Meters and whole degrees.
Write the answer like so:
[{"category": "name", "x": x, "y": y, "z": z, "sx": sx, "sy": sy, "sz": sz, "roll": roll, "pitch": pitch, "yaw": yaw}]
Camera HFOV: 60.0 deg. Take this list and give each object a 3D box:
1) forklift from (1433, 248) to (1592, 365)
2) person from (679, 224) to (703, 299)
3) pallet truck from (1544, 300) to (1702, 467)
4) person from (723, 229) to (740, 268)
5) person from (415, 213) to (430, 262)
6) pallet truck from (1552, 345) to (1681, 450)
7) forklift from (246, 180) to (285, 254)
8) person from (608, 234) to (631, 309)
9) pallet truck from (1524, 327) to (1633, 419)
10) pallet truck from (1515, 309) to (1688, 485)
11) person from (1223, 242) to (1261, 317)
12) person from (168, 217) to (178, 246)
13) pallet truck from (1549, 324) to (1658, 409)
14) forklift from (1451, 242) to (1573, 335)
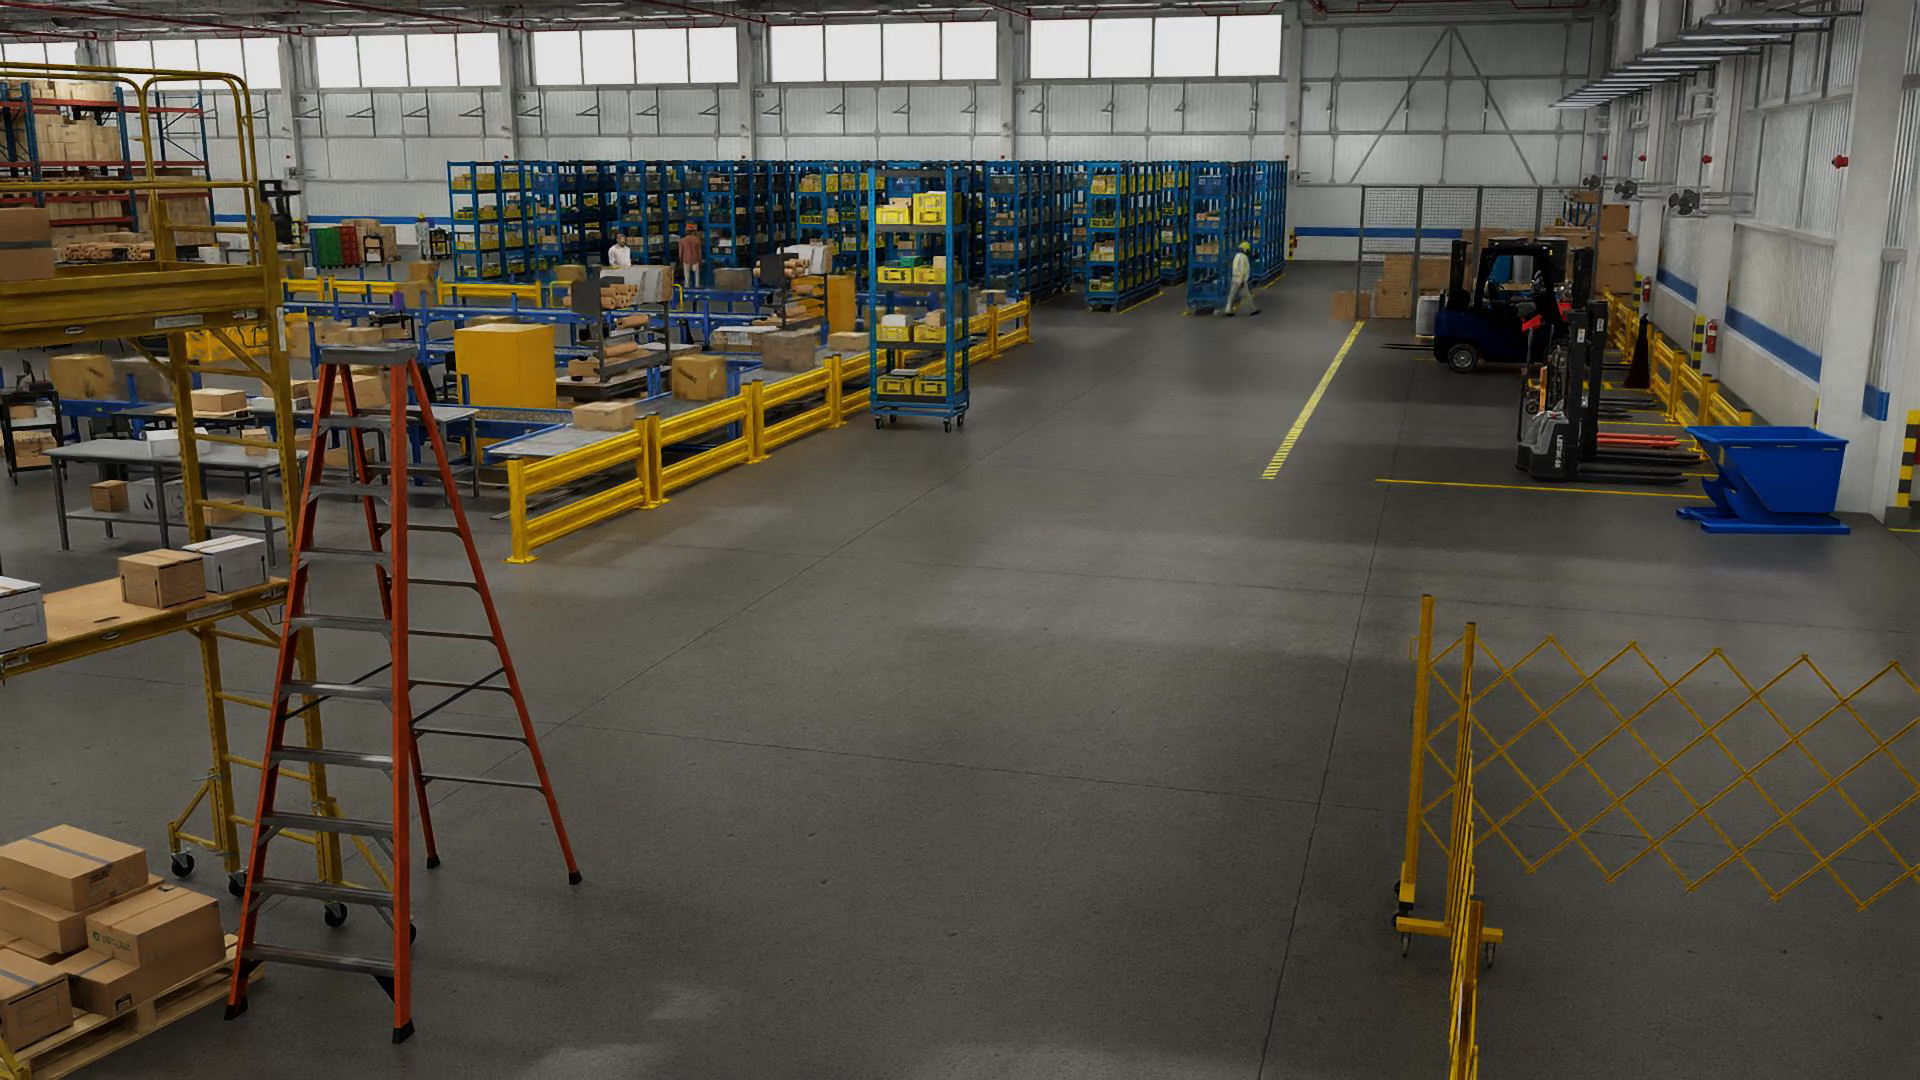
[{"category": "forklift", "x": 9.780, "y": -4.111, "z": 29.280, "sx": 2.680, "sy": 1.987, "sz": 1.157, "roll": 3, "pitch": 13, "yaw": 14}, {"category": "person", "x": -7.102, "y": -7.337, "z": 43.899, "sx": 0.610, "sy": 1.995, "sz": 0.375, "roll": -3, "pitch": 13, "yaw": -11}, {"category": "pallet truck", "x": 8.263, "y": -1.952, "z": 20.631, "sx": 1.885, "sy": 1.965, "sz": 0.823, "roll": 5, "pitch": 14, "yaw": 20}, {"category": "person", "x": -6.258, "y": -7.591, "z": 45.420, "sx": 0.560, "sy": 1.806, "sz": 0.934, "roll": 3, "pitch": 13, "yaw": 13}, {"category": "person", "x": -19.133, "y": -10.749, "z": 59.218, "sx": 0.484, "sy": 1.731, "sz": 0.368, "roll": -6, "pitch": 14, "yaw": -23}, {"category": "pallet truck", "x": 8.641, "y": -1.896, "z": 21.908, "sx": 1.630, "sy": 1.274, "sz": 0.653, "roll": 4, "pitch": 14, "yaw": 16}, {"category": "forklift", "x": -26.579, "y": -12.498, "z": 64.258, "sx": 1.873, "sy": 2.768, "sz": 1.129, "roll": 6, "pitch": 14, "yaw": 24}, {"category": "person", "x": -8.155, "y": -6.422, "z": 40.132, "sx": 0.410, "sy": 1.913, "sz": 0.643, "roll": 9, "pitch": 16, "yaw": 34}, {"category": "pallet truck", "x": 9.065, "y": -2.460, "z": 24.370, "sx": 1.522, "sy": 1.261, "sz": 0.704, "roll": 3, "pitch": 13, "yaw": 14}, {"category": "pallet truck", "x": 7.554, "y": -1.677, "z": 19.446, "sx": 1.885, "sy": 1.965, "sz": 0.823, "roll": 3, "pitch": 13, "yaw": 14}, {"category": "person", "x": 6.639, "y": -6.135, "z": 39.205, "sx": 0.973, "sy": 1.771, "sz": 0.612, "roll": -4, "pitch": 14, "yaw": -18}, {"category": "person", "x": -24.510, "y": -9.051, "z": 51.437, "sx": 0.604, "sy": 1.940, "sz": 0.409, "roll": -7, "pitch": 15, "yaw": -27}, {"category": "pallet truck", "x": 9.824, "y": -2.669, "z": 25.407, "sx": 1.601, "sy": 1.201, "sz": 0.680, "roll": 4, "pitch": 14, "yaw": 16}, {"category": "forklift", "x": 10.464, "y": -4.597, "z": 31.405, "sx": 2.680, "sy": 1.987, "sz": 1.157, "roll": 4, "pitch": 14, "yaw": 16}]
